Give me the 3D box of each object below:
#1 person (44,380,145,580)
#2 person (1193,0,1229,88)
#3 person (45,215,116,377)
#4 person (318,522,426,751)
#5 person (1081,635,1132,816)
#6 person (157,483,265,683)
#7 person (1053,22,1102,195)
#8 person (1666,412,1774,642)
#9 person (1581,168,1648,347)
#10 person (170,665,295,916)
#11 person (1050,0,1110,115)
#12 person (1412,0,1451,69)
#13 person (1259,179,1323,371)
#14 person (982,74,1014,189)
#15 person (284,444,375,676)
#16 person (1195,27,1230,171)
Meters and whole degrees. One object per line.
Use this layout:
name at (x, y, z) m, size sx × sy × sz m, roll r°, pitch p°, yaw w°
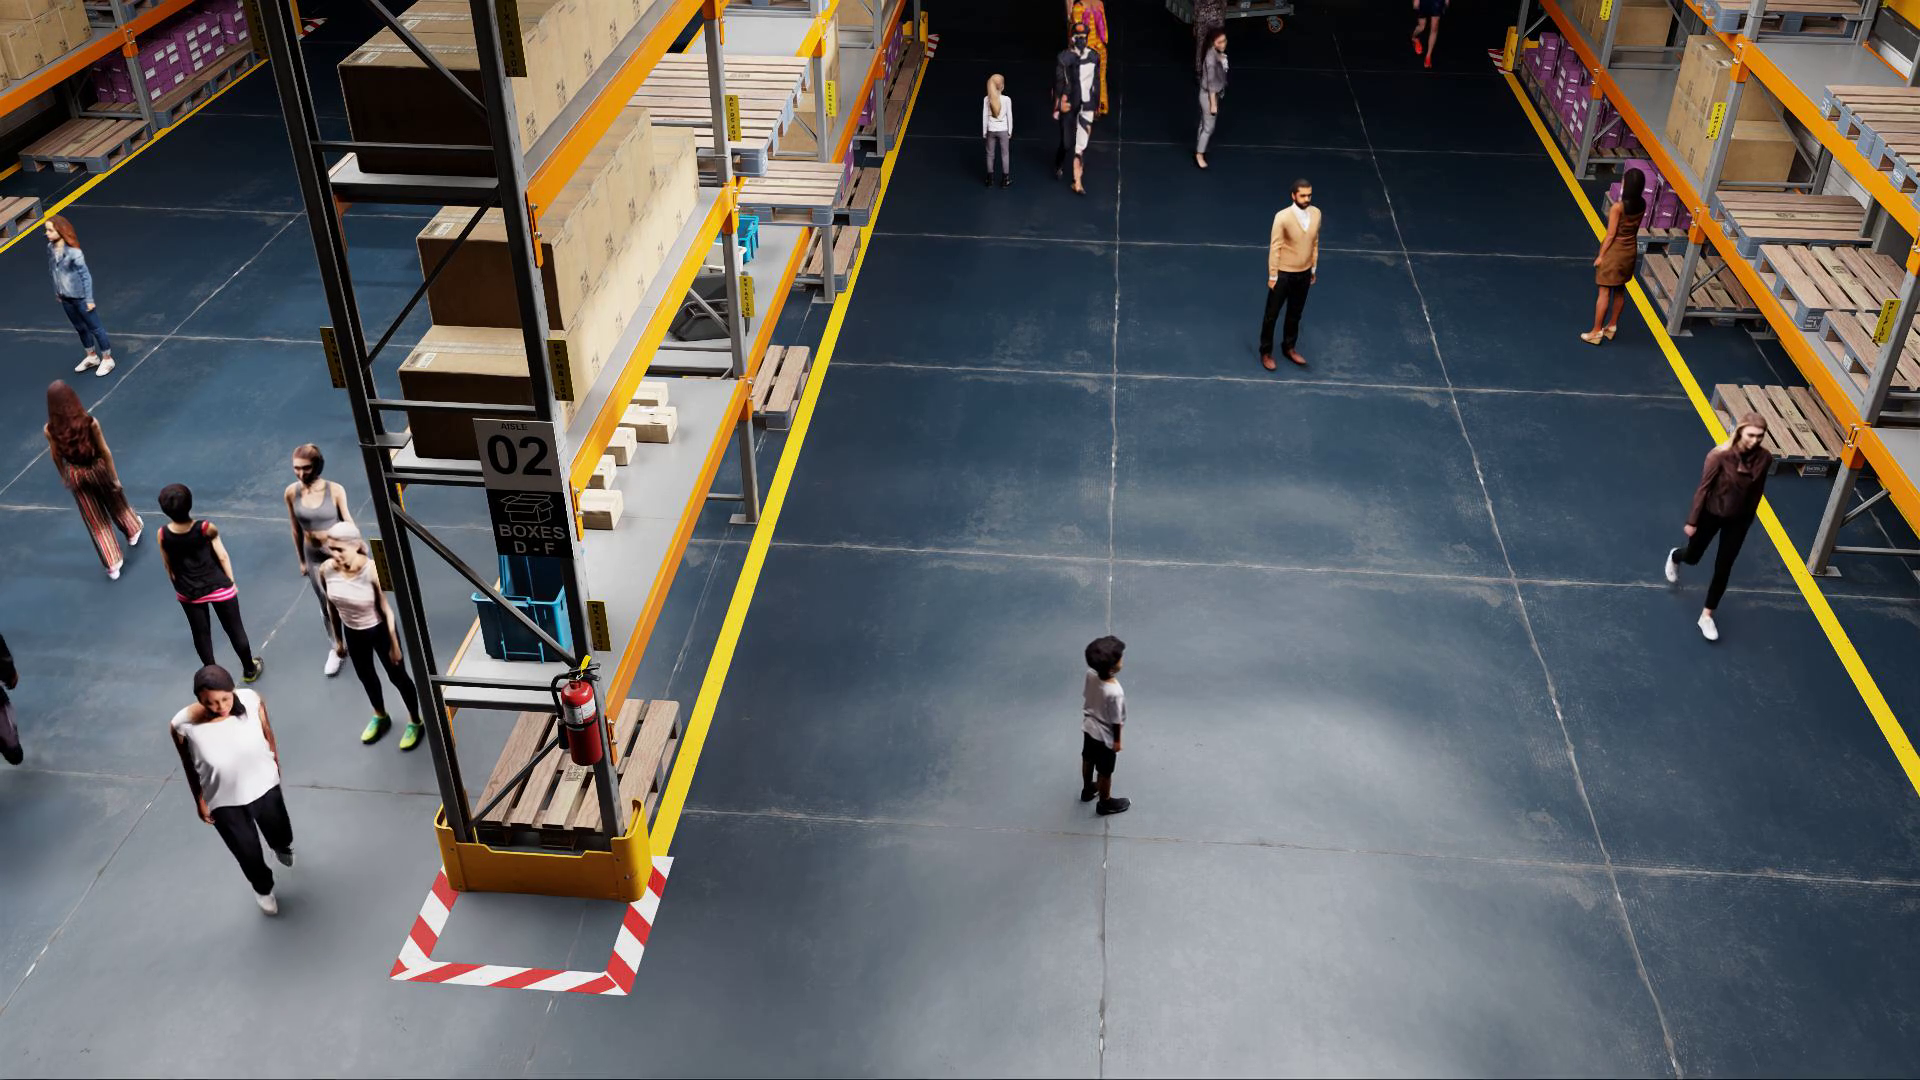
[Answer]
person at (-6.350, -0.422, 12.105) m, size 0.758 × 1.536 × 0.986 m, roll -7°, pitch 34°, yaw -11°
person at (3.213, -6.704, 21.400) m, size 0.568 × 1.709 × 0.571 m, roll 4°, pitch 34°, yaw 5°
person at (-7.867, -2.189, 14.816) m, size 0.622 × 1.477 × 0.591 m, roll 12°, pitch 36°, yaw 18°
person at (-3.704, 0.580, 10.453) m, size 0.623 × 1.697 × 0.600 m, roll 7°, pitch 34°, yaw 10°
person at (0.858, 1.110, 10.048) m, size 0.634 × 1.261 × 0.561 m, roll -18°, pitch 38°, yaw -25°
person at (-5.007, 0.299, 11.007) m, size 0.594 × 1.552 × 0.586 m, roll -6°, pitch 34°, yaw -9°
person at (1.275, -4.793, 18.371) m, size 0.821 × 1.880 × 0.923 m, roll -6°, pitch 34°, yaw -10°
person at (5.288, -0.182, 11.611) m, size 0.642 × 1.683 × 1.025 m, roll 1°, pitch 34°, yaw 2°
person at (6.023, -2.596, 15.238) m, size 0.647 × 1.690 × 0.676 m, roll -17°, pitch 37°, yaw -24°
person at (-4.050, 1.339, 9.330) m, size 0.825 × 1.676 × 0.883 m, roll -19°, pitch 38°, yaw -26°
person at (1.591, -6.083, 20.529) m, size 1.139 × 1.639 × 1.248 m, roll -22°, pitch 39°, yaw -29°
person at (6.258, -7.238, 22.099) m, size 0.665 × 1.825 × 0.880 m, roll -2°, pitch 34°, yaw -2°
person at (2.963, -2.395, 14.876) m, size 0.746 × 1.754 × 0.747 m, roll -13°, pitch 36°, yaw -18°
person at (0.414, -4.565, 18.571) m, size 0.506 × 1.278 × 0.519 m, roll 6°, pitch 34°, yaw 9°
person at (-4.225, 0.101, 11.166) m, size 0.615 × 1.706 × 0.642 m, roll -4°, pitch 34°, yaw -6°
person at (2.840, -5.059, 18.980) m, size 0.886 × 1.649 × 0.521 m, roll 0°, pitch 34°, yaw 0°
